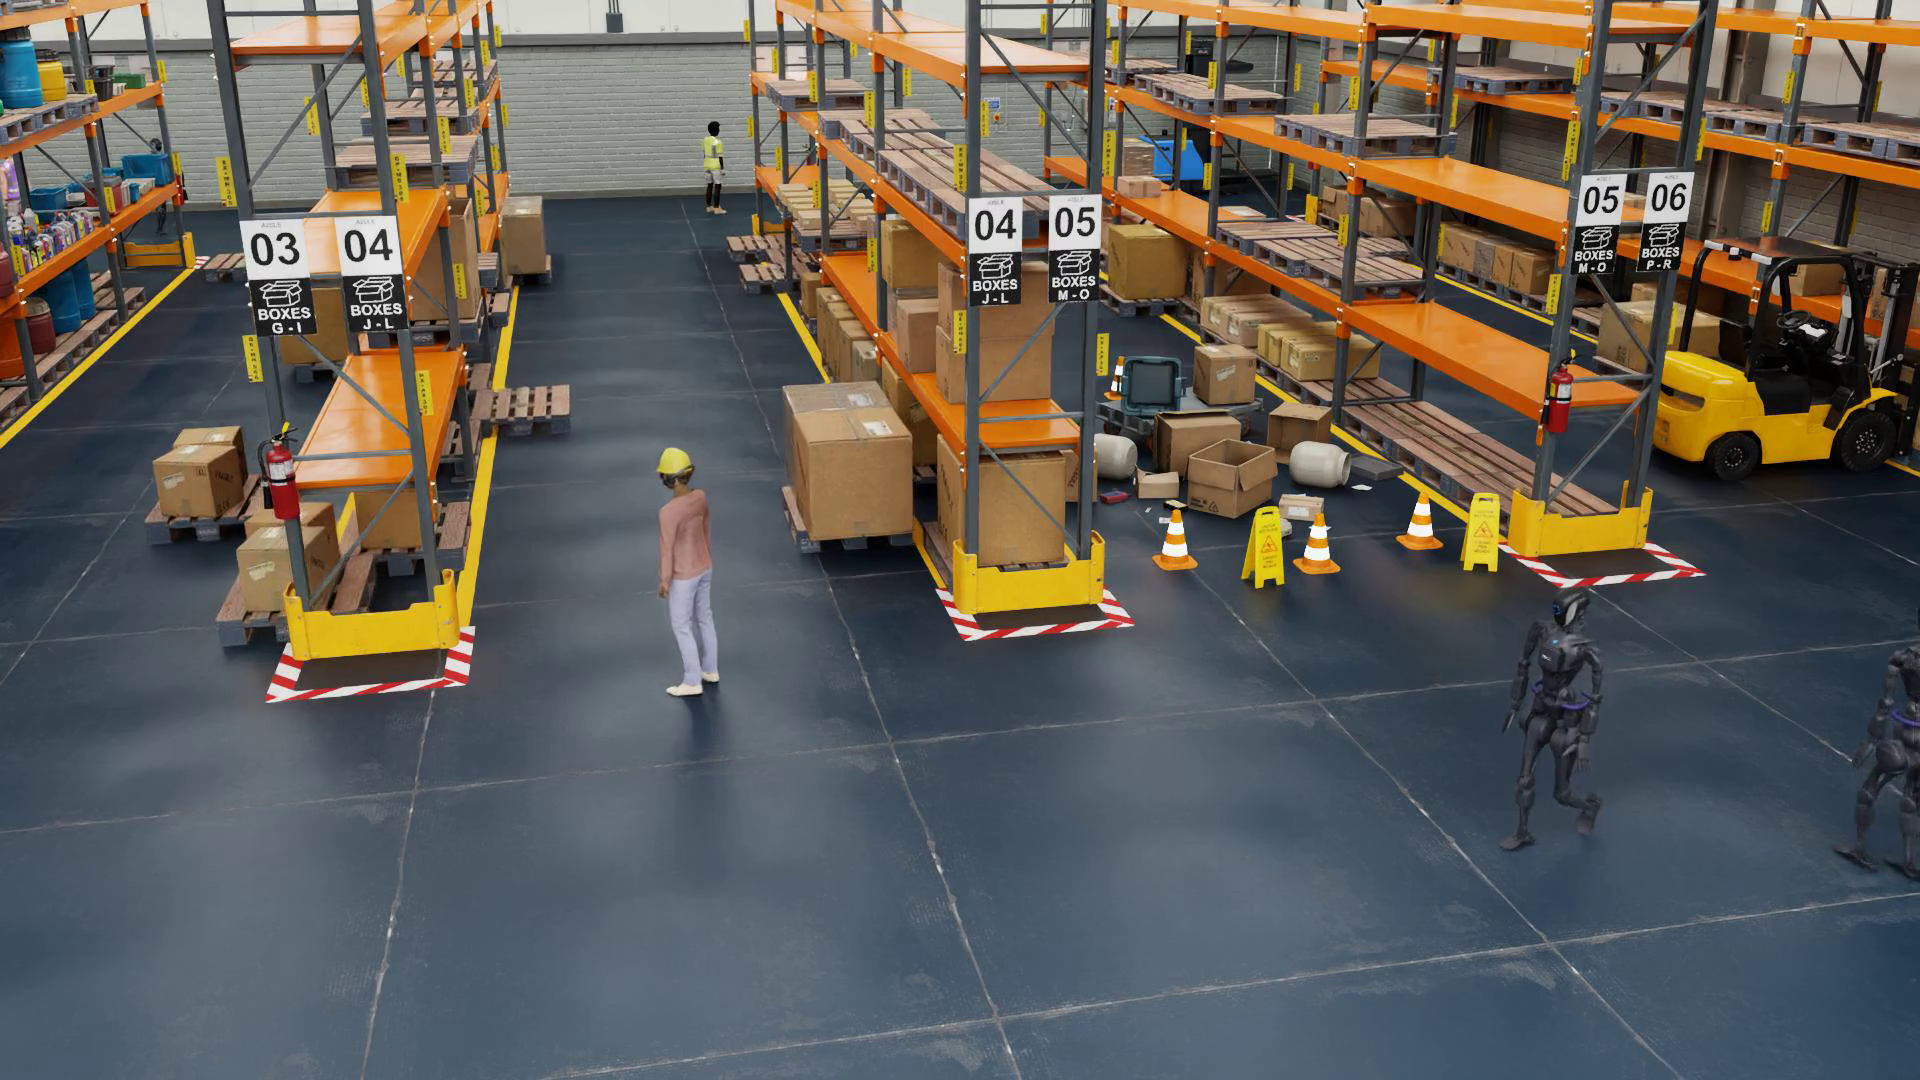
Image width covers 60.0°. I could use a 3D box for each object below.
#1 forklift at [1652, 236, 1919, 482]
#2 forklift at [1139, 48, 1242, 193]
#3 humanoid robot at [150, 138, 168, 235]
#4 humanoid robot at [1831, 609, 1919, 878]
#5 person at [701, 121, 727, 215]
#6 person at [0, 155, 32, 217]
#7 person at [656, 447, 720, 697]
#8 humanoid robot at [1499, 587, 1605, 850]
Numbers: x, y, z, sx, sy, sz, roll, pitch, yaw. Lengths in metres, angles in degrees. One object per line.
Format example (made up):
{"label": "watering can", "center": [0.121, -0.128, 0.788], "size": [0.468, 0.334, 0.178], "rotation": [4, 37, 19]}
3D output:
{"label": "forklift", "center": [8.013, -1.814, 16.330], "size": [2.313, 2.155, 1.214], "rotation": [-4, 21, -12]}
{"label": "forklift", "center": [4.566, -8.313, 32.860], "size": [1.873, 2.768, 1.129], "rotation": [-4, 21, -12]}
{"label": "humanoid robot", "center": [-13.726, -6.046, 28.474], "size": [0.453, 1.643, 0.594], "rotation": [11, 23, 26]}
{"label": "humanoid robot", "center": [5.286, 1.082, 9.276], "size": [0.590, 1.644, 0.526], "rotation": [-5, 21, -14]}
{"label": "person", "center": [-4.522, -6.841, 30.584], "size": [0.537, 1.687, 0.319], "rotation": [18, 27, 39]}
{"label": "person", "center": [-15.370, -5.566, 27.155], "size": [0.350, 1.688, 0.488], "rotation": [11, 23, 27]}
{"label": "person", "center": [-1.900, 0.216, 11.486], "size": [0.363, 1.755, 0.529], "rotation": [9, 22, 22]}
{"label": "humanoid robot", "center": [3.456, 0.997, 9.516], "size": [0.642, 1.630, 0.601], "rotation": [-12, 24, -30]}
